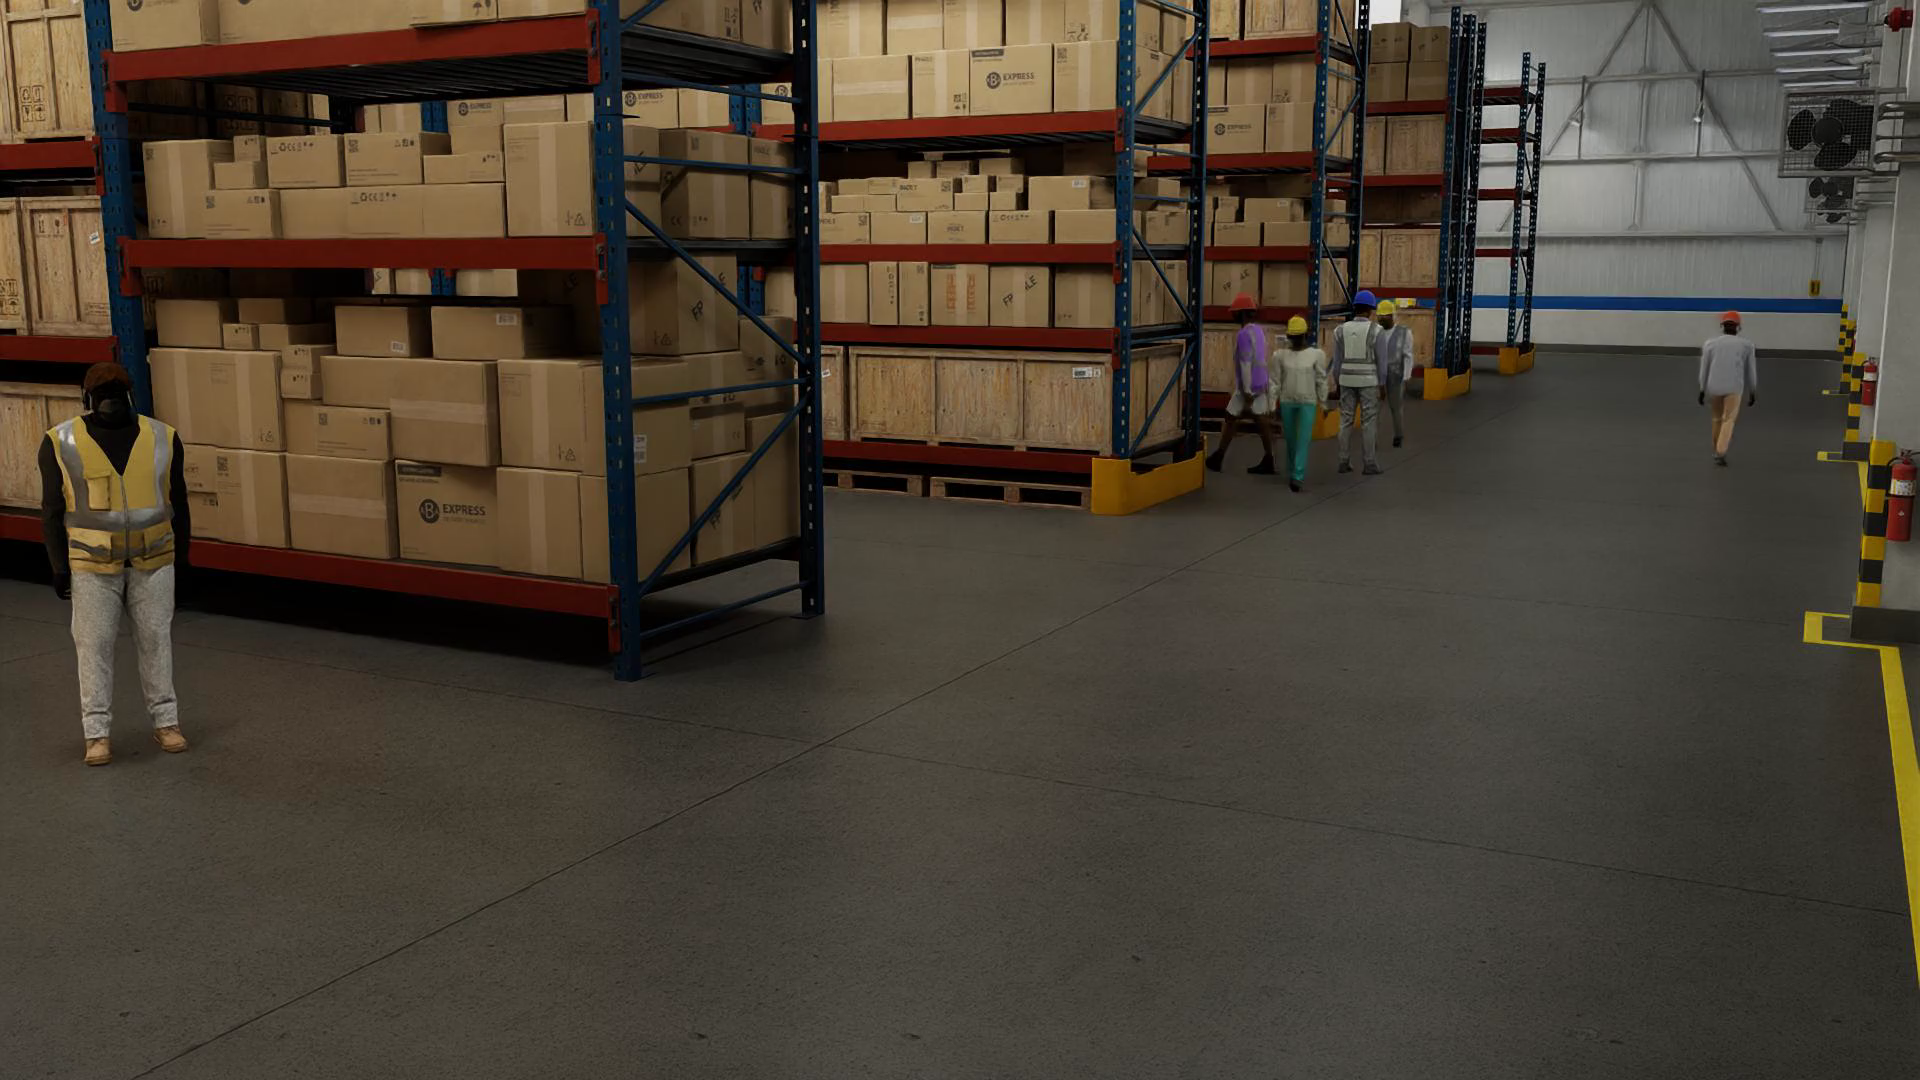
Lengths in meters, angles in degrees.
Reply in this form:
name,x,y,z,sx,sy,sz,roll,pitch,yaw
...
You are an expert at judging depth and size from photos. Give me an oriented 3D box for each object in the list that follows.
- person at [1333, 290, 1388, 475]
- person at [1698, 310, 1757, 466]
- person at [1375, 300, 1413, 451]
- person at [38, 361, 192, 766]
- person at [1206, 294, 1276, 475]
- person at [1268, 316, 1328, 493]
name,x,y,z,sx,sy,sz,roll,pitch,yaw
person,4.225,-1.654,17.545,0.601,1.940,0.396,8,12,38
person,8.490,-1.684,18.413,0.575,1.705,0.865,8,13,40
person,5.075,-1.950,19.701,0.595,1.796,0.911,5,11,25
person,-3.863,0.100,7.674,0.624,1.844,0.429,-7,12,-36
person,2.961,-1.646,17.609,0.927,1.893,0.560,7,12,33
person,3.294,-1.313,16.237,0.554,1.717,0.966,4,11,21
